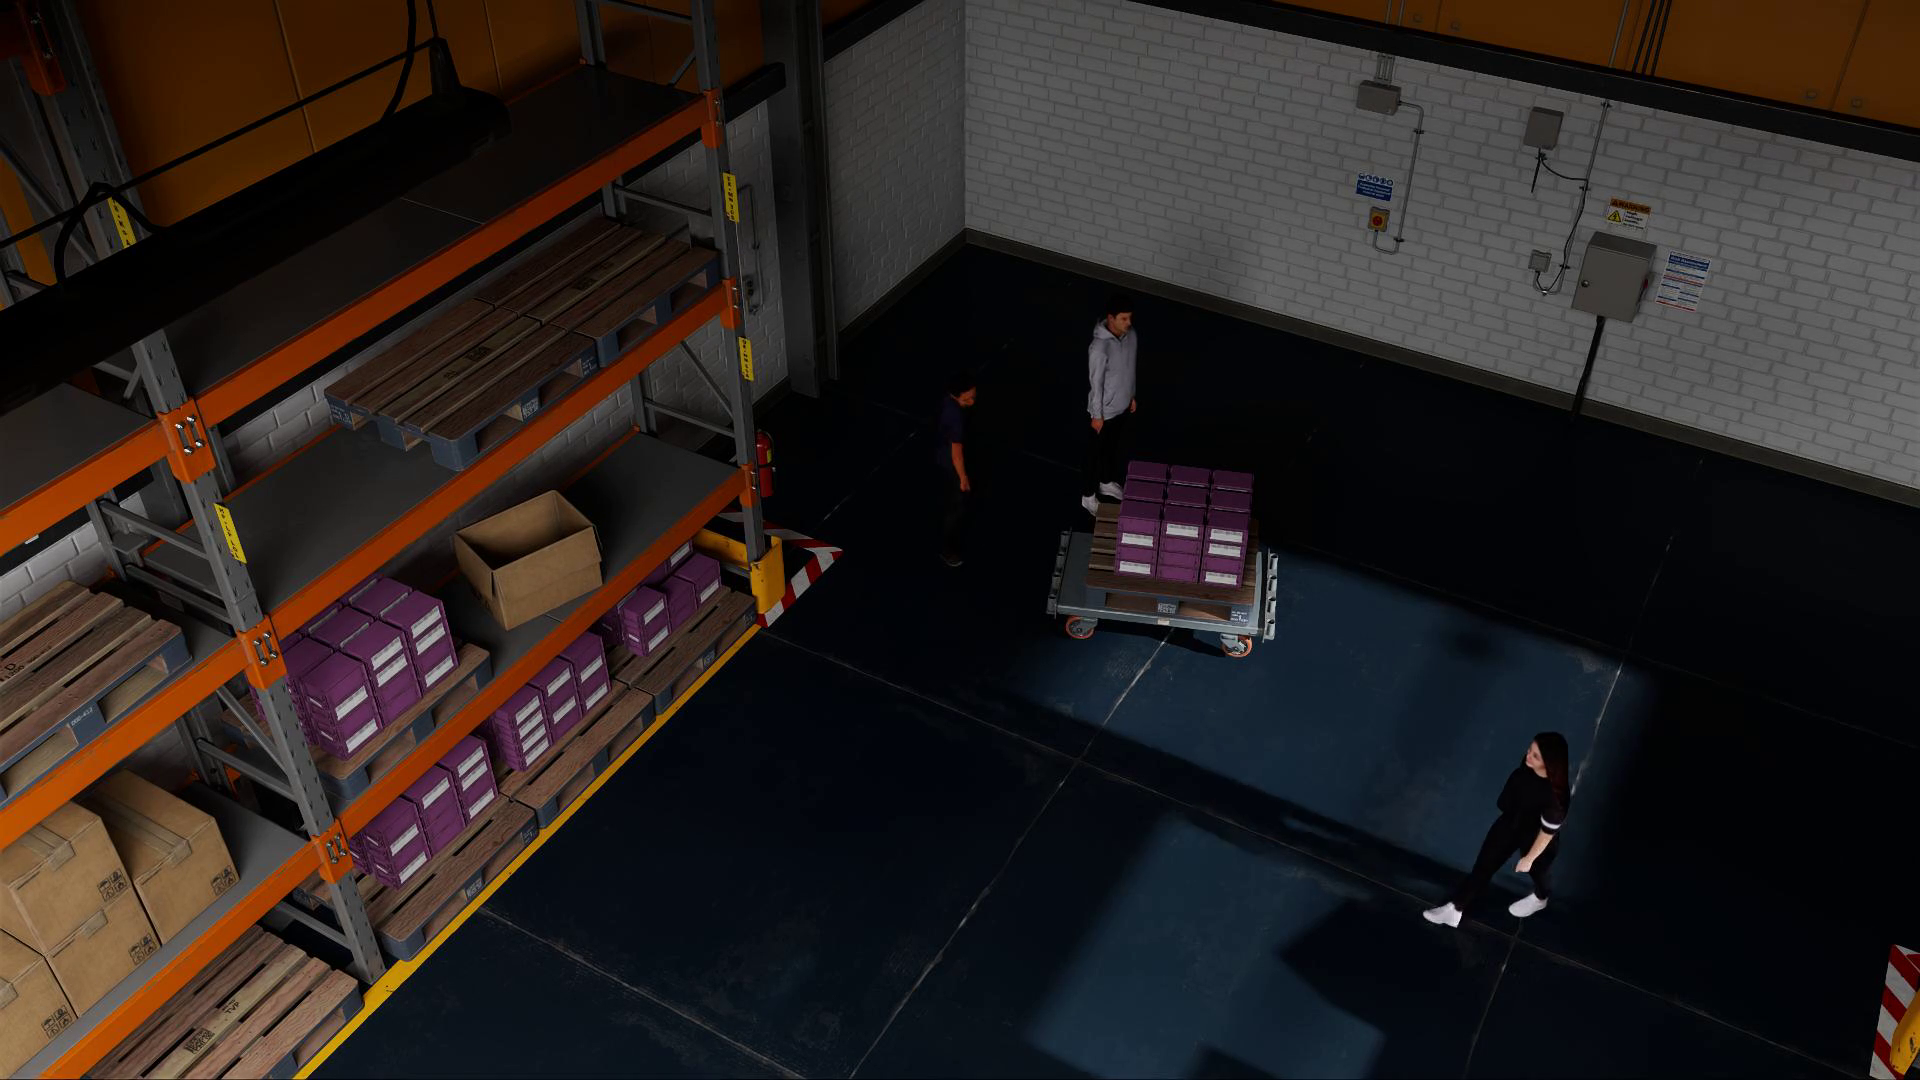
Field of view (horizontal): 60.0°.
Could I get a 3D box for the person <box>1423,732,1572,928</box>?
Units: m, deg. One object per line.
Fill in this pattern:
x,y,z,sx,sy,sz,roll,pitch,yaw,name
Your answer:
3.427,1.733,9.814,1.119,1.594,1.068,-9,39,-11,person

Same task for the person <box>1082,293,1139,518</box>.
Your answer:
1.164,-1.087,13.075,0.783,1.931,0.611,29,47,31,person

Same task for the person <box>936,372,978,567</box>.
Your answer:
-0.079,-0.643,12.664,0.898,1.749,0.738,-11,40,-13,person
